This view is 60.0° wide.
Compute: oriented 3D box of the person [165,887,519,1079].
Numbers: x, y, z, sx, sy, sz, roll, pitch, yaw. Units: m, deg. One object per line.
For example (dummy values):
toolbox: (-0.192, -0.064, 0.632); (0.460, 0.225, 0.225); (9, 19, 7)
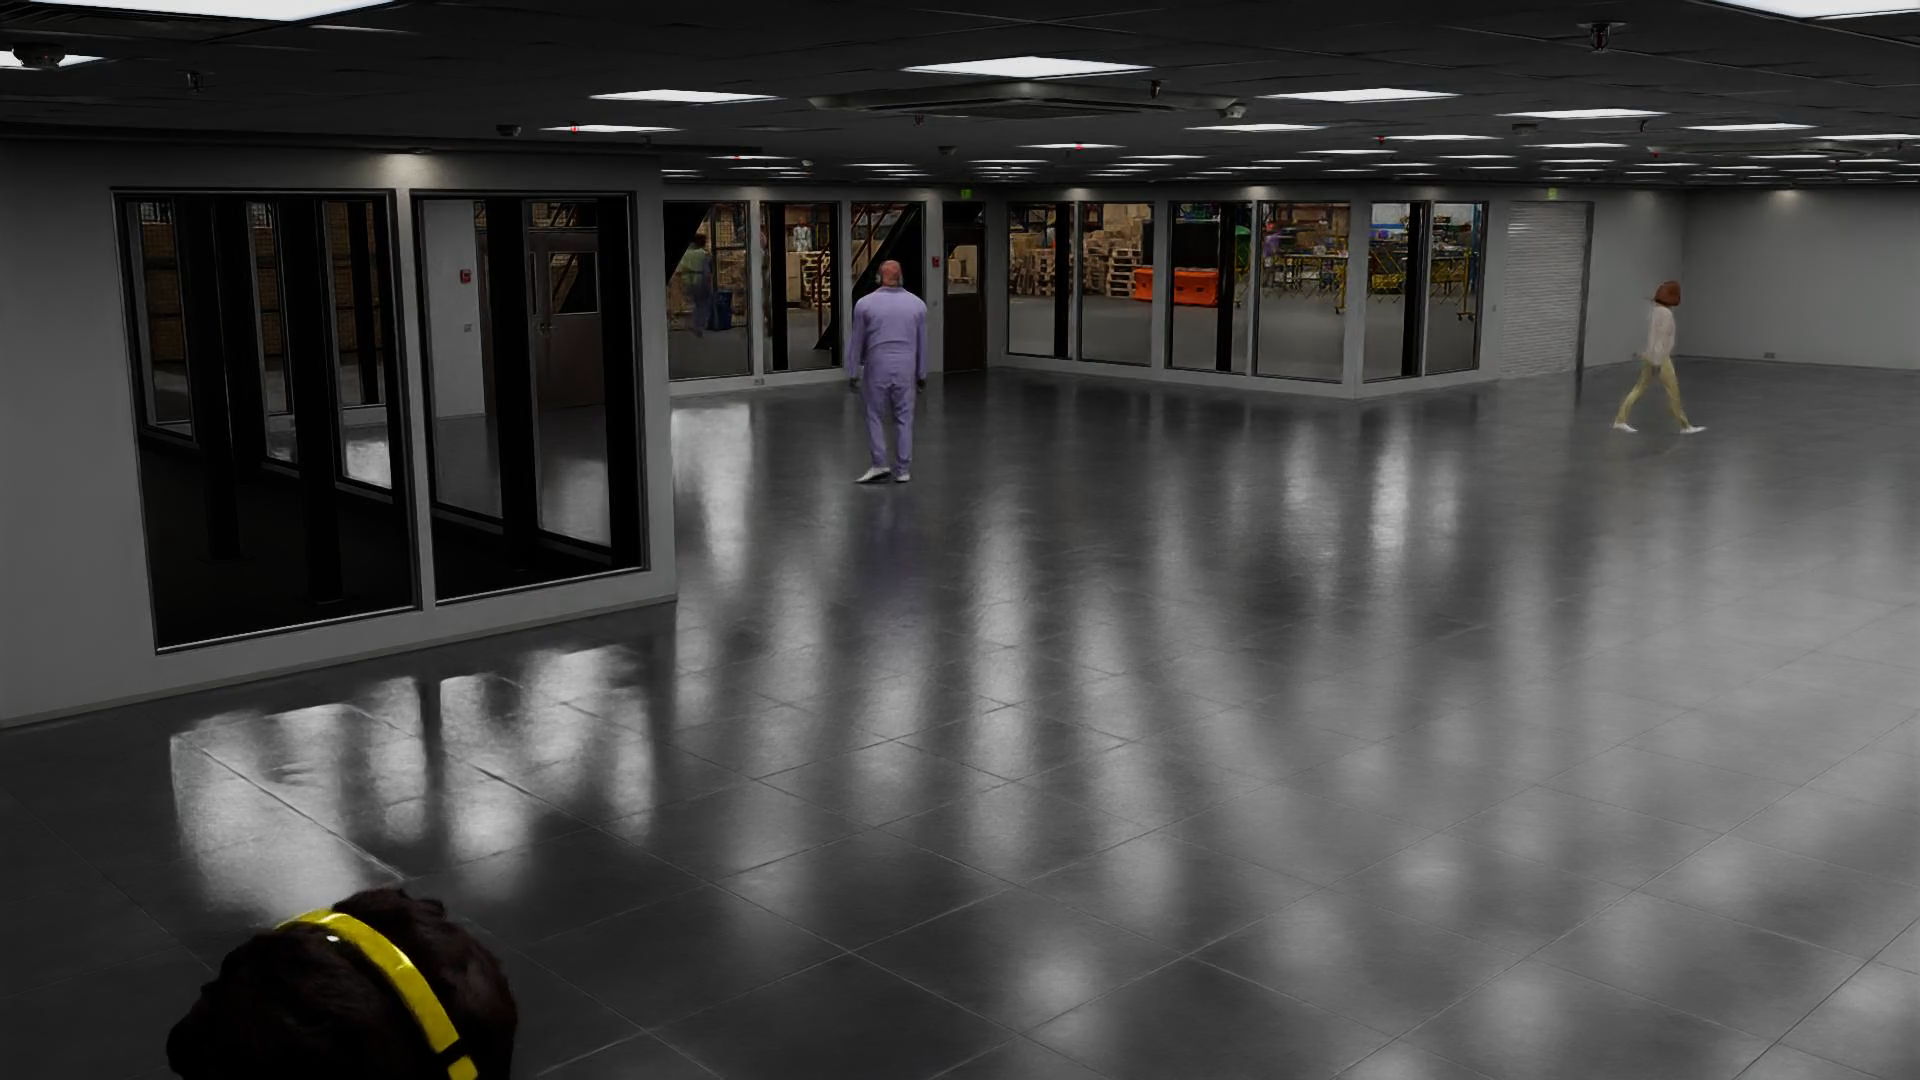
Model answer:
person: (-0.409, 1.154, 1.314); (0.531, 1.861, 0.331); (9, 14, 38)

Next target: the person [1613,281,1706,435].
person: (7.231, -1.870, 17.144); (0.897, 1.581, 0.514); (2, 11, 9)

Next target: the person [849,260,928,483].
person: (-0.602, -1.422, 14.135); (0.672, 1.894, 0.469); (-2, 11, -11)
